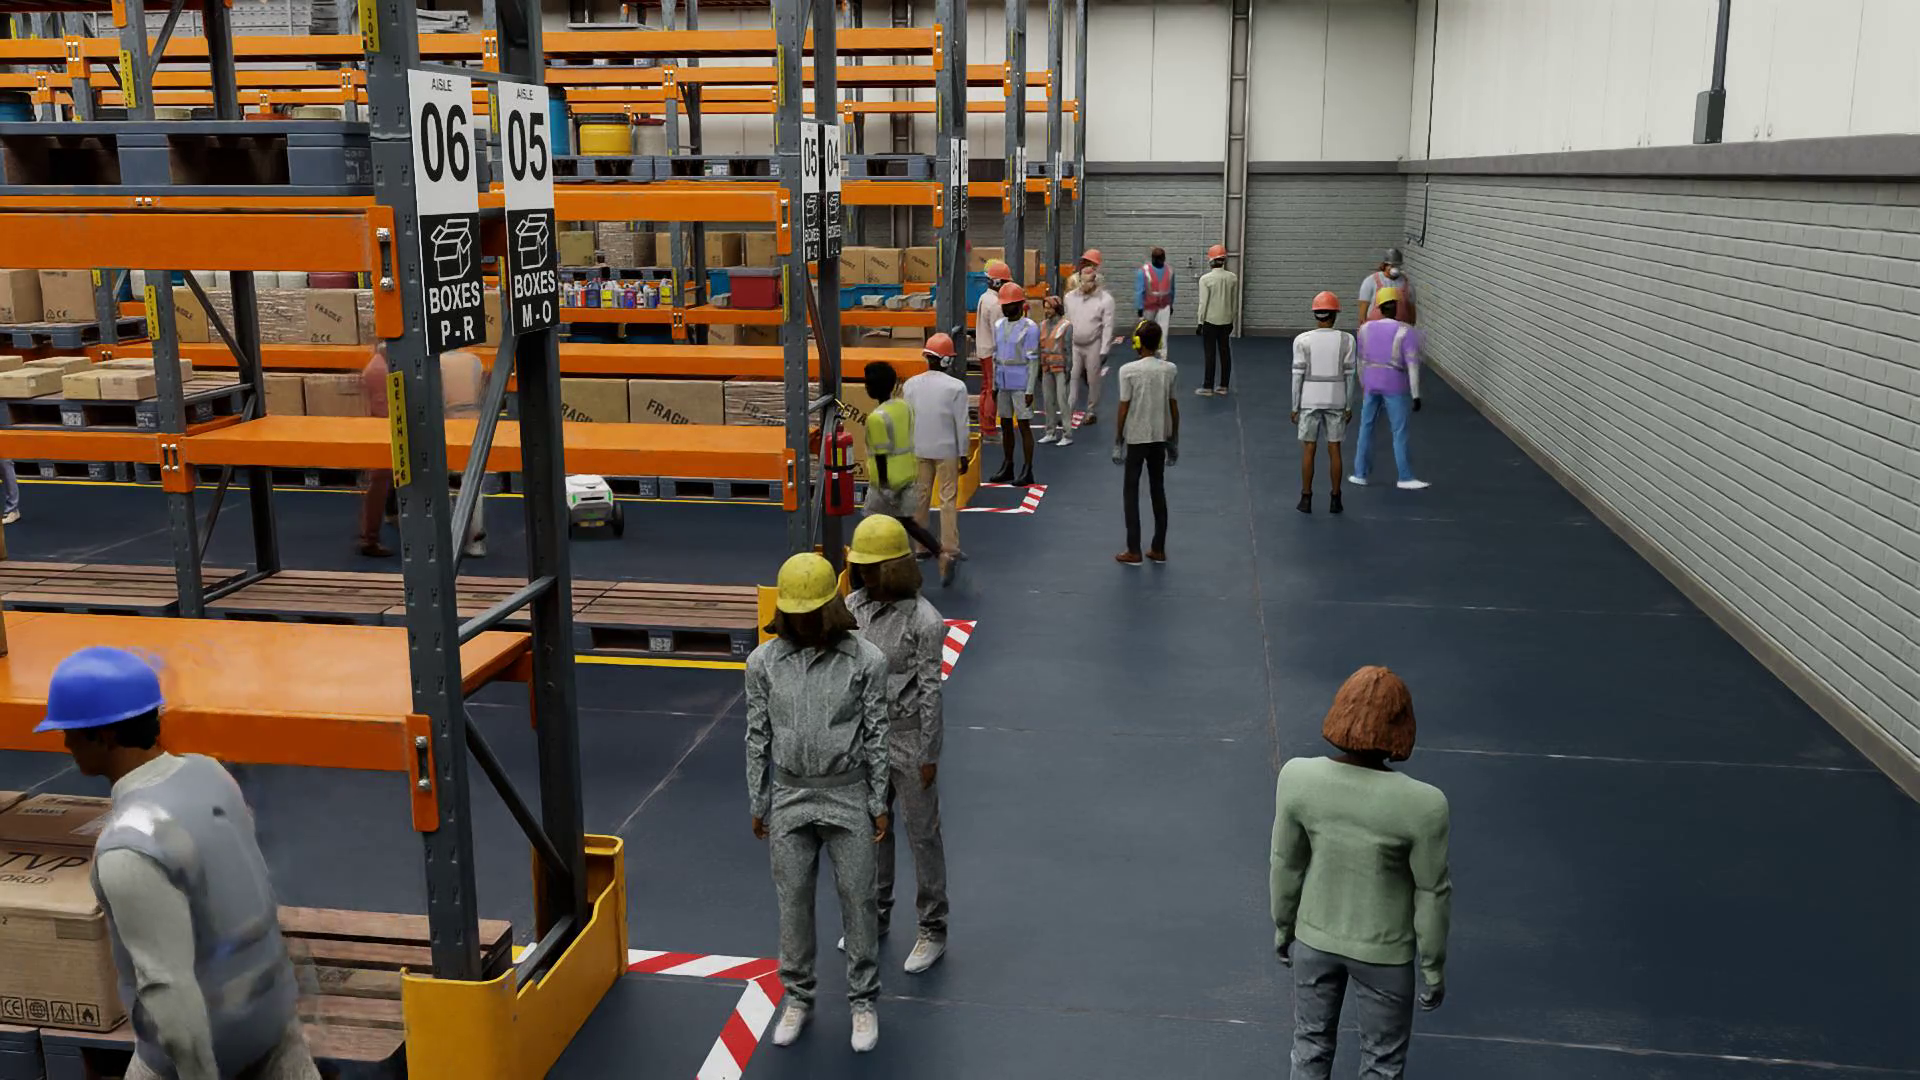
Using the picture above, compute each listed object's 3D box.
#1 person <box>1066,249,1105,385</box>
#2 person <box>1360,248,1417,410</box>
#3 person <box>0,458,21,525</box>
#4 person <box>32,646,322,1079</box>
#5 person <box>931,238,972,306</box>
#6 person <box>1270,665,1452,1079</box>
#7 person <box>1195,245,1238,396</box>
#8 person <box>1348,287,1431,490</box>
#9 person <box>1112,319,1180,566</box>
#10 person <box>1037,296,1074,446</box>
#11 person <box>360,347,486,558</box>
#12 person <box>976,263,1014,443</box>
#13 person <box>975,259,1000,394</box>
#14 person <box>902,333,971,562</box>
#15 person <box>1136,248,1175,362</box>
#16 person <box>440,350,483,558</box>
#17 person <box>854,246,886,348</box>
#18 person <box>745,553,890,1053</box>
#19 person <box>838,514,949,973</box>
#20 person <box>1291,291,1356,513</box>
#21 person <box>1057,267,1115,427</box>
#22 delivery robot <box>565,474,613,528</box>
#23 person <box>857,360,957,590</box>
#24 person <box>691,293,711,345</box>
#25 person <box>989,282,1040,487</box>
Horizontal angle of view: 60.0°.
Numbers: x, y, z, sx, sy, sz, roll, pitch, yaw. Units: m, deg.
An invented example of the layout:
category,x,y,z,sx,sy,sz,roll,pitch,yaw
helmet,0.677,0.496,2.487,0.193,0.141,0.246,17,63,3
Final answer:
category,x,y,z,sx,sy,sz,roll,pitch,yaw
person,1.735,-3.029,22.847,0.664,1.906,0.419,-4,13,-19
person,5.370,-2.648,20.825,0.713,2.000,0.535,-1,13,-5
person,-8.234,-1.002,14.021,0.522,1.769,0.318,3,13,14
person,-1.743,1.163,4.065,1.071,1.868,0.583,1,13,4
person,-0.144,-3.832,26.436,0.794,1.926,0.411,6,14,25
person,1.106,1.144,4.635,0.507,1.632,0.264,8,15,33
person,3.410,-2.920,22.158,0.612,1.995,0.377,-7,14,-29
person,4.095,-1.415,15.647,0.822,1.890,0.394,9,16,37
person,1.421,-0.736,12.617,0.519,1.859,0.332,-5,14,-23
person,1.044,-1.846,18.144,0.313,1.630,0.524,-11,16,-40
person,-4.206,-0.765,12.742,1.019,1.855,0.665,3,13,15
person,0.382,-2.043,18.245,0.411,1.979,0.631,-3,13,-13
person,0.450,-2.832,22.175,0.482,1.811,0.615,6,14,24
person,-0.167,-0.696,12.664,0.563,1.751,0.342,7,14,29
person,3.058,-3.708,26.190,0.644,1.802,0.935,-2,13,-10
person,-3.965,-0.819,12.881,0.589,1.898,0.708,-12,17,-44
person,-1.440,-3.757,26.400,0.769,1.809,0.434,10,16,38
person,-0.480,0.883,5.598,0.490,1.731,0.323,1,13,4
person,-0.270,0.751,6.190,0.483,1.734,0.343,9,15,36
person,3.158,-1.193,14.508,0.542,1.931,0.375,2,13,8
person,1.424,-2.211,19.264,0.654,1.853,0.967,5,13,20
delivery robot,-3.085,-0.375,13.735,0.477,0.478,0.707,-5,13,-20
person,-0.414,-0.429,11.642,0.720,1.670,0.534,7,14,28
person,-4.174,-3.960,26.986,0.355,1.936,0.633,-1,13,-2
person,0.490,-1.473,15.781,0.545,1.928,0.383,12,17,43
